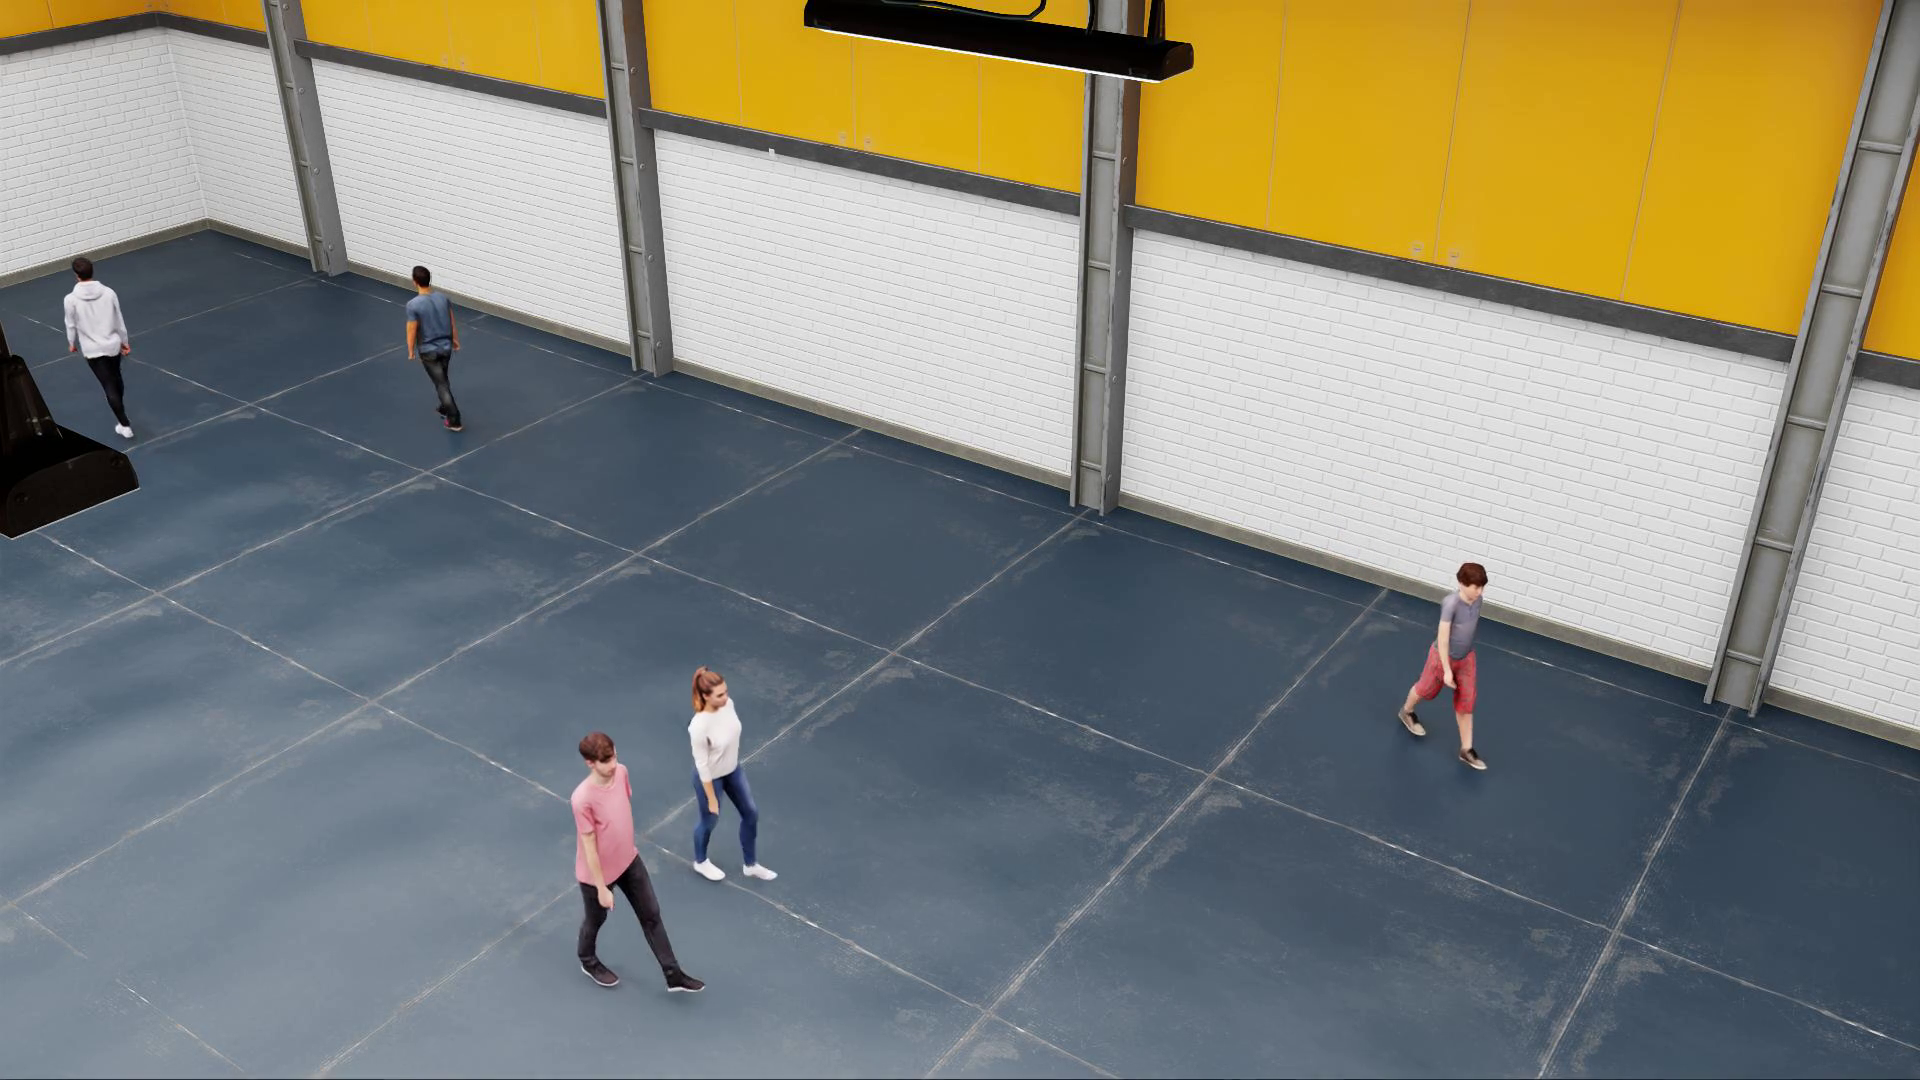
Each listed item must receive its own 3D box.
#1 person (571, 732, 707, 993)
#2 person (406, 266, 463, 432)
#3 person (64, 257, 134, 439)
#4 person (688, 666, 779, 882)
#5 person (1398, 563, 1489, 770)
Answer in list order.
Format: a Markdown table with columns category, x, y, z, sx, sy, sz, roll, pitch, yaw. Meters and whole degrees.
| category | x | y | z | sx | sy | sz | roll | pitch | yaw |
| --- | --- | --- | --- | --- | --- | --- | --- | --- | --- |
| person | -2.224 | 1.971 | 10.182 | 1.133 | 1.917 | 0.717 | 15 | 32 | 26 |
| person | -5.493 | -2.002 | 17.596 | 0.899 | 1.791 | 0.742 | 24 | 36 | 36 |
| person | -8.975 | -1.977 | 17.467 | 0.864 | 1.872 | 1.240 | -24 | 37 | -37 |
| person | -1.695 | 1.575 | 11.137 | 0.840 | 1.697 | 0.673 | 15 | 32 | 25 |
| person | 3.642 | 0.860 | 12.535 | 0.981 | 1.613 | 1.189 | -12 | 31 | -20 |
